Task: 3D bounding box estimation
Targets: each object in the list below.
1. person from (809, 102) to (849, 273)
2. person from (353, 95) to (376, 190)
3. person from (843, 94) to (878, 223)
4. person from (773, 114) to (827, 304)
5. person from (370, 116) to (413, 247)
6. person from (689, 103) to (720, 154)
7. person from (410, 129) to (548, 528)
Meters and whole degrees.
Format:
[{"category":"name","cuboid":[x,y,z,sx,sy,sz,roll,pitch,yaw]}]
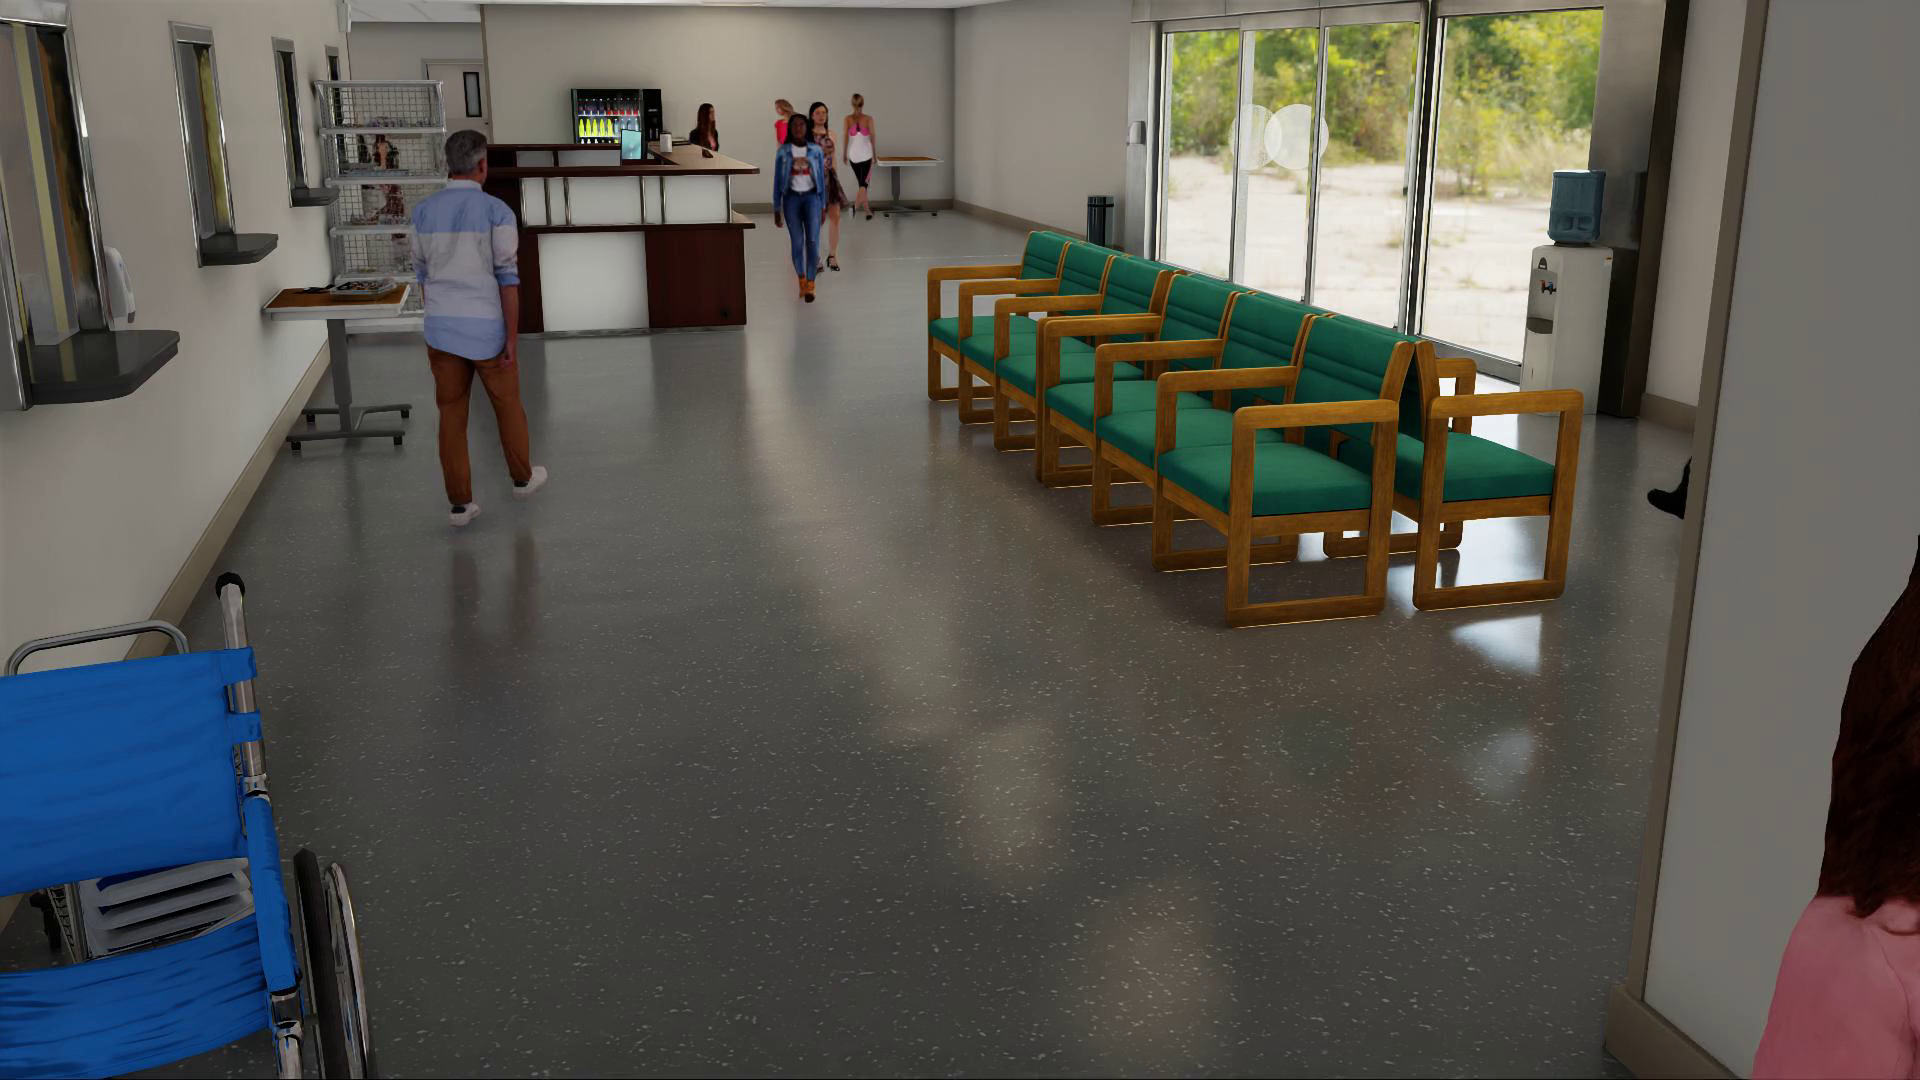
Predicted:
[{"category":"person","cuboid":[-1.497,-3.677,17.447,0.755,1.755,0.781,-8,18,-26]},{"category":"person","cuboid":[-10.798,-7.083,29.514,0.724,1.763,0.754,-3,16,-10]},{"category":"person","cuboid":[-1.392,-5.231,22.981,1.146,1.744,1.059,5,16,16]},{"category":"person","cuboid":[-1.457,-3.002,15.219,1.158,1.664,0.824,-2,16,-5]},{"category":"person","cuboid":[-7.026,-4.372,20.278,0.825,1.556,0.660,0,16,0]},{"category":"person","cuboid":[-3.128,-4.369,20.002,0.777,1.700,0.693,12,20,37]},{"category":"person","cuboid":[-2.296,-0.943,7.684,1.055,1.791,0.969,1,16,3]}]
